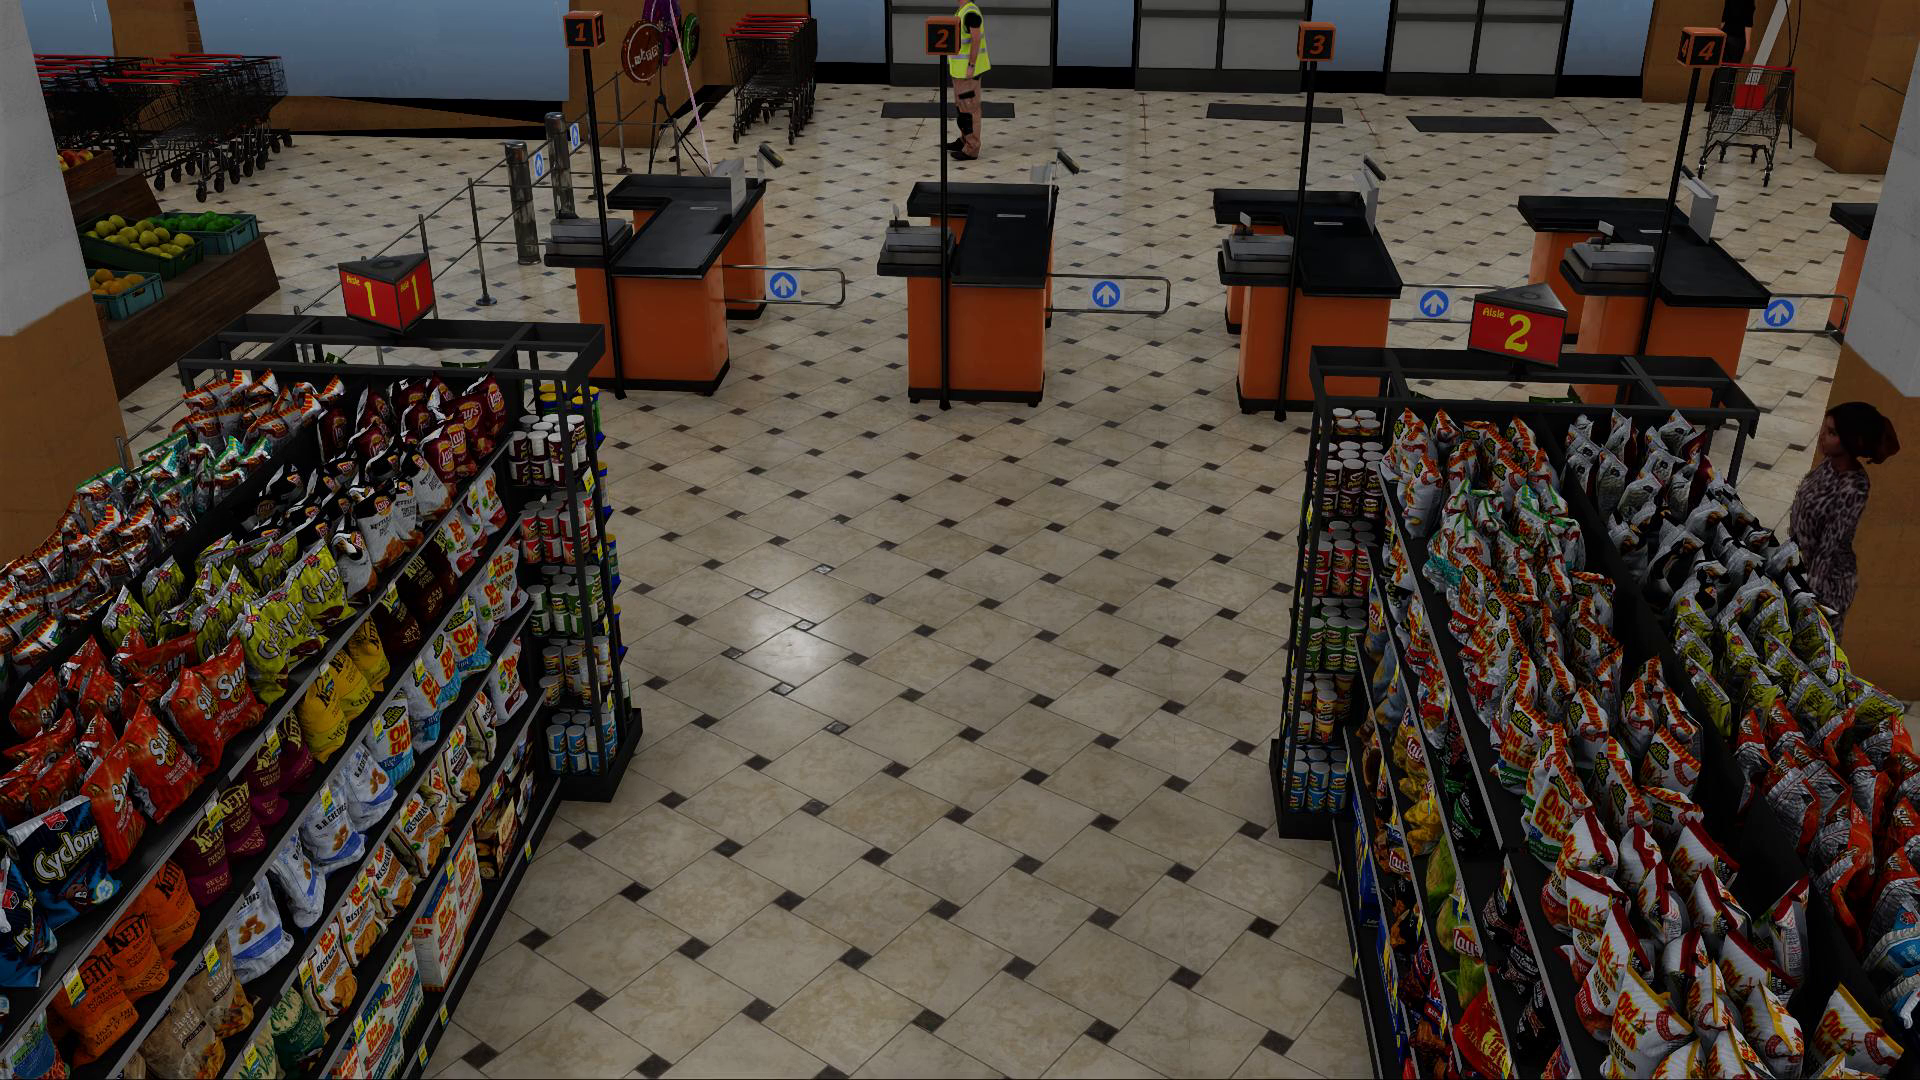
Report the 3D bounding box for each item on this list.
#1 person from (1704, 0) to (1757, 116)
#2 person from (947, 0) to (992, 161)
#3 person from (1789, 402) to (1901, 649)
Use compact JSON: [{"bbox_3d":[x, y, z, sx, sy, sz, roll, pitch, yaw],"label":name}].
[{"bbox_3d":[8.763,-5.678,18.856,0.713,1.642,0.592,-11,29,-20],"label":"person"},{"bbox_3d":[0.051,-4.836,16.971,0.839,1.845,0.729,-4,27,-9],"label":"person"},{"bbox_3d":[3.789,0.216,7.181,0.695,1.690,0.799,5,27,9],"label":"person"}]
